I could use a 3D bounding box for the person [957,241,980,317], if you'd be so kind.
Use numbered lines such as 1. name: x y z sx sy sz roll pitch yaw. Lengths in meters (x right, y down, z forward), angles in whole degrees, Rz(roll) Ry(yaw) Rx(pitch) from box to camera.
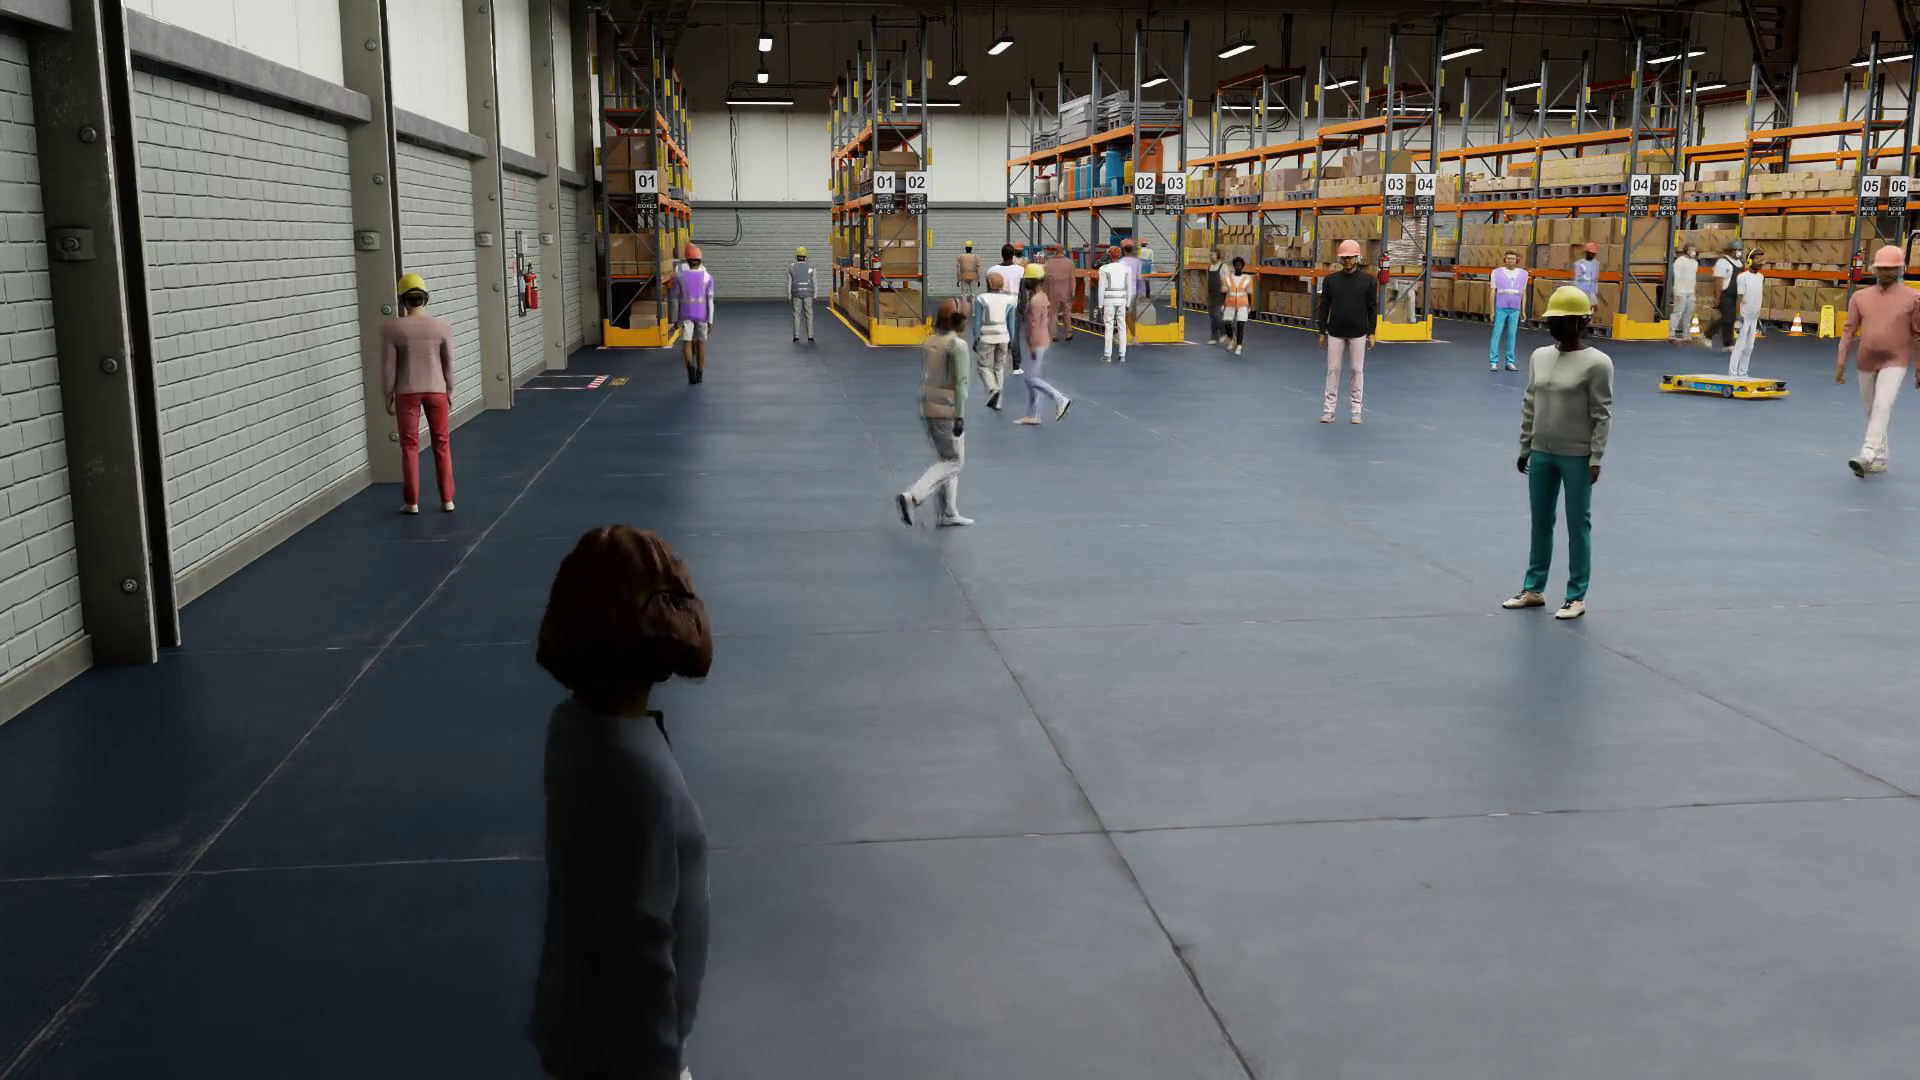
1. person: 0.212 -6.579 41.972 0.595 1.925 0.375 -1 10 -3

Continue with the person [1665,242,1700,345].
1. person: 13.694 -4.637 31.376 0.637 1.929 0.588 -6 12 -30

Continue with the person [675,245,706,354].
1. person: -4.671 -4.199 29.038 0.572 1.877 1.007 0 10 -1

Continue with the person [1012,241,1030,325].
1. person: 1.339 -5.886 38.181 0.580 1.921 0.454 -1 10 -5

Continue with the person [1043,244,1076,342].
1. person: 1.948 -4.803 32.378 0.675 1.881 0.738 3 11 14

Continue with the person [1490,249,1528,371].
1. person: 8.293 -3.475 25.197 0.564 1.839 0.396 0 10 -3

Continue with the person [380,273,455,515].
1. person: -3.964 -1.063 12.196 0.526 1.766 0.334 -5 12 -27

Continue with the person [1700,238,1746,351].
1. person: 13.628 -4.353 29.459 0.684 2.000 0.624 -8 13 -38

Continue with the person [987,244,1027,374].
1. person: 0.693 -3.406 24.600 0.590 1.919 0.394 2 10 9

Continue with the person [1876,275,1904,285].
1. person: 18.394 -4.805 32.892 0.320 1.692 0.531 -6 12 -32

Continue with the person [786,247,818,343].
1. person: -3.038 -4.712 31.992 0.600 1.831 0.404 -2 10 -8

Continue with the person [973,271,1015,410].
1. person: 0.402 -2.320 19.444 0.532 1.623 0.403 -4 11 -21

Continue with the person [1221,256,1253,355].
1. person: 4.756 -4.021 28.582 0.550 1.686 0.370 2 11 12

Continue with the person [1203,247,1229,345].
1. person: 4.783 -4.556 31.144 0.402 1.829 0.535 -8 13 -39

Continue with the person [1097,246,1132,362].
1. person: 2.509 -3.832 27.034 0.574 1.883 0.356 -3 11 -16

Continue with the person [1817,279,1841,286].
1. person: 19.568 -5.787 37.521 0.614 1.963 0.362 0 10 0

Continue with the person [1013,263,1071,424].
1. person: 0.882 -2.091 17.866 0.560 1.750 0.531 2 11 13

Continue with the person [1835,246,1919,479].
1. person: 7.746 -1.497 14.053 1.041 1.938 0.650 -9 14 -41

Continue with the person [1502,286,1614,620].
1. person: 3.206 -0.463 8.882 0.321 1.769 0.523 -7 12 -33

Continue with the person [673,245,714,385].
1. person: -3.650 -3.081 22.854 0.548 1.917 0.850 -2 11 -13

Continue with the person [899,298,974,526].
1. person: -0.165 -0.859 11.464 0.596 1.616 0.546 -6 12 -28

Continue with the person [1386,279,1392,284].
1. person: 12.225 -7.616 47.854 0.510 1.860 0.334 -5 11 -25

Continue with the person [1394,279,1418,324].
1. person: 9.834 -5.560 36.670 0.599 1.831 1.003 -1 10 -6

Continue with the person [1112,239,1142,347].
1. person: 3.044 -4.562 30.753 0.632 1.990 1.047 -7 12 -33

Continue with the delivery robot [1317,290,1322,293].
1. delivery robot: 10.861 -7.286 49.355 0.707 0.478 0.477 -1 10 -7

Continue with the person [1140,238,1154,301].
1. person: 5.785 -8.502 52.317 0.622 1.997 0.371 1 10 6

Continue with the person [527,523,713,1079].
1. person: -0.510 0.779 2.505 0.347 1.609 0.541 -5 11 -24

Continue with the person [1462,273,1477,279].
1. person: 15.914 -8.361 51.897 1.005 1.873 0.596 2 10 8

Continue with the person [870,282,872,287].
1. person: -2.539 -7.769 48.236 0.648 2.035 0.511 -9 14 -40

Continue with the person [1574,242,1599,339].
1. person: 12.487 -4.956 33.111 0.586 1.908 0.455 -3 11 -17

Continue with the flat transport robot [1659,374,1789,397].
1. flat transport robot: 9.800 -1.990 21.355 0.652 0.197 1.431 -5 12 -27

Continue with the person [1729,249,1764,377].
1. person: 10.520 -2.939 22.177 0.535 1.868 0.309 -6 12 -31

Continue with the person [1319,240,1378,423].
1. person: 4.213 -2.261 18.112 0.622 1.992 0.396 4 11 19
